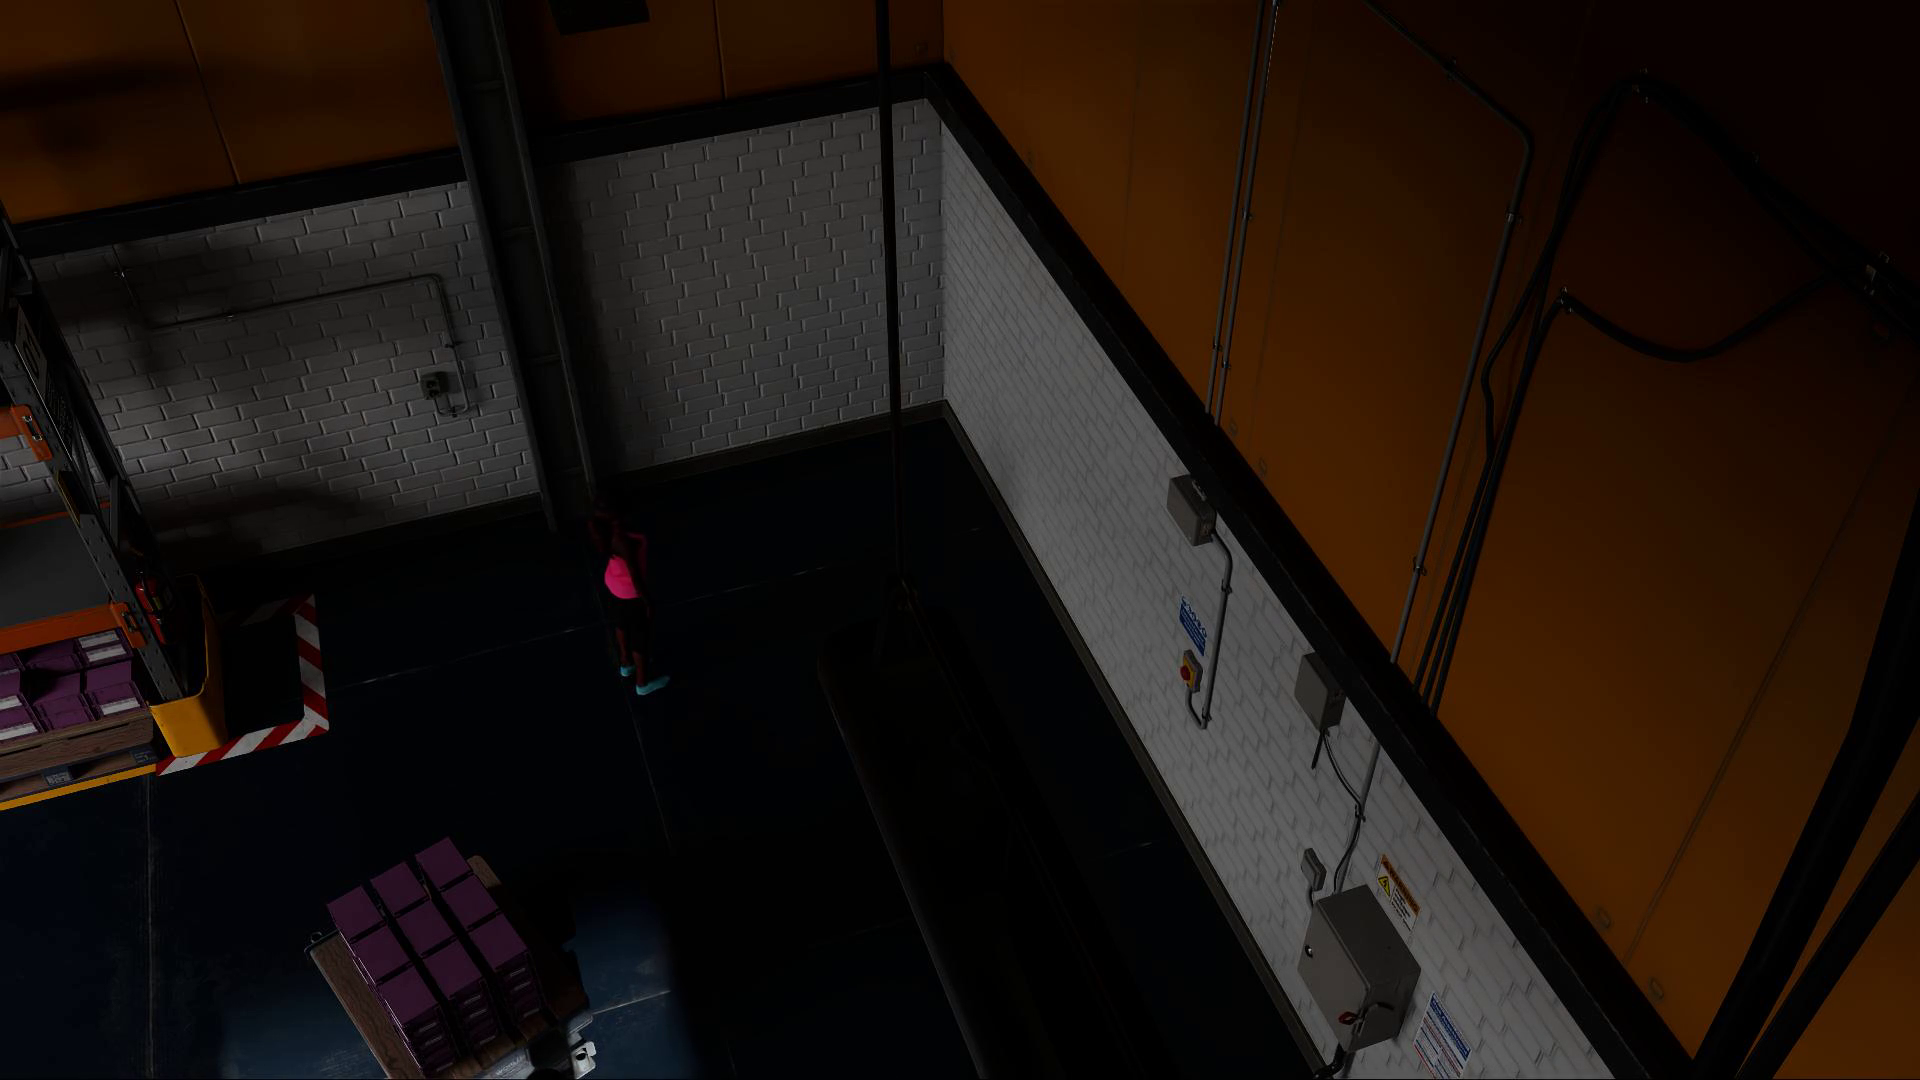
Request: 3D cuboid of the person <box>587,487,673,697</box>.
[{"bbox_3d":[-2.132,0.314,10.568,0.618,1.724,0.617,-25,49,-24],"label":"person"}]
